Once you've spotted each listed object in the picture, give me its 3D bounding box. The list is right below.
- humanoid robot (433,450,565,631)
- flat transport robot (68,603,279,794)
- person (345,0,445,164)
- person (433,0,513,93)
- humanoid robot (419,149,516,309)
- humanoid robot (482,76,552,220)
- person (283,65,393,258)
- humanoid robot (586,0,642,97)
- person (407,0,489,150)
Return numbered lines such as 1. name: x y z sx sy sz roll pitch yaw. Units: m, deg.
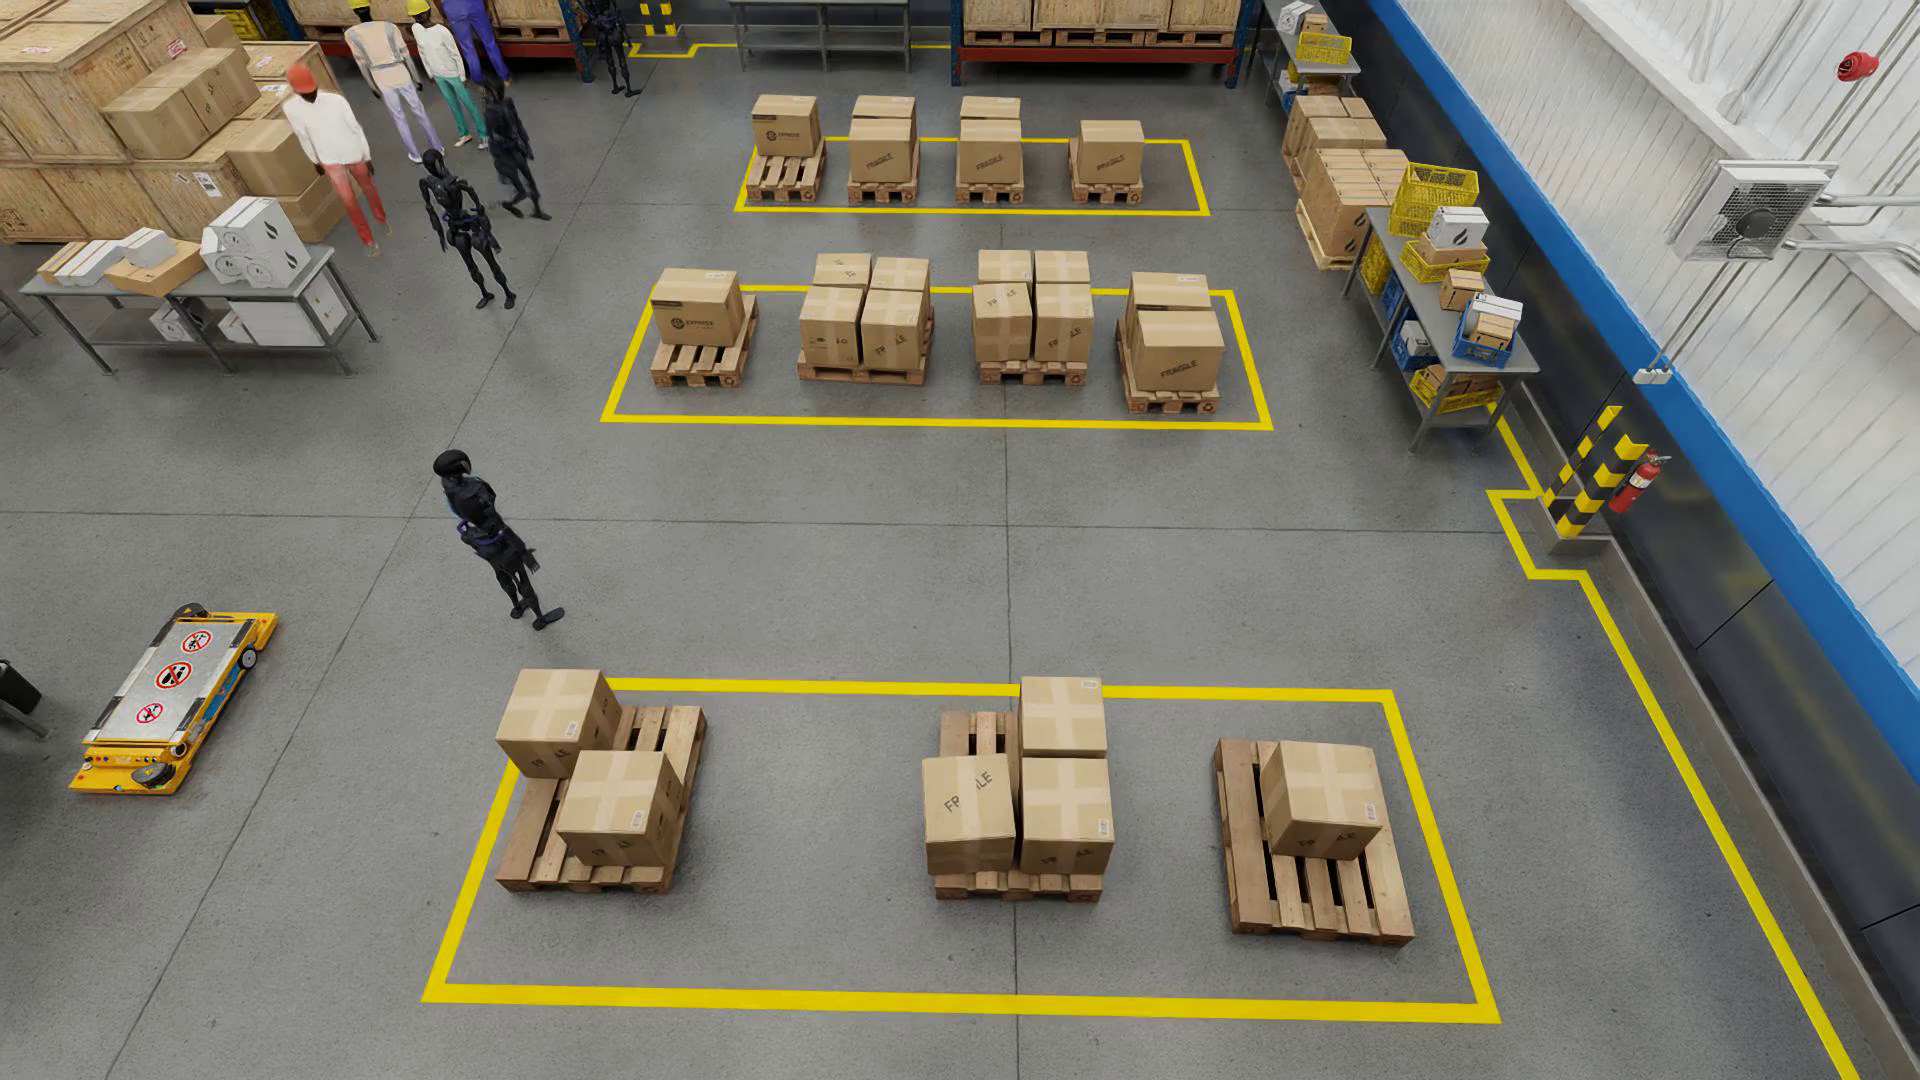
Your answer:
1. humanoid robot: -3.255 -0.005 6.439 0.600 1.657 0.331 26 54 20
2. flat transport robot: -5.504 1.072 6.442 0.652 0.197 1.431 1 50 1
3. person: -6.775 -5.510 10.953 0.582 1.917 0.400 -24 54 -19
4. person: -6.601 -7.068 12.188 0.682 2.000 0.538 -21 53 -17
5. humanoid robot: -4.845 -3.016 8.988 0.609 1.656 0.313 1 50 1
6. humanoid robot: -4.953 -4.230 10.029 0.473 1.636 0.630 15 51 12
7. person: -6.490 -3.991 9.650 0.608 1.942 0.934 -25 54 -20
8. humanoid robot: -4.670 -6.813 12.200 0.609 1.657 0.313 23 54 19
9. person: -6.268 -5.681 11.192 0.523 1.769 0.312 9 50 8
